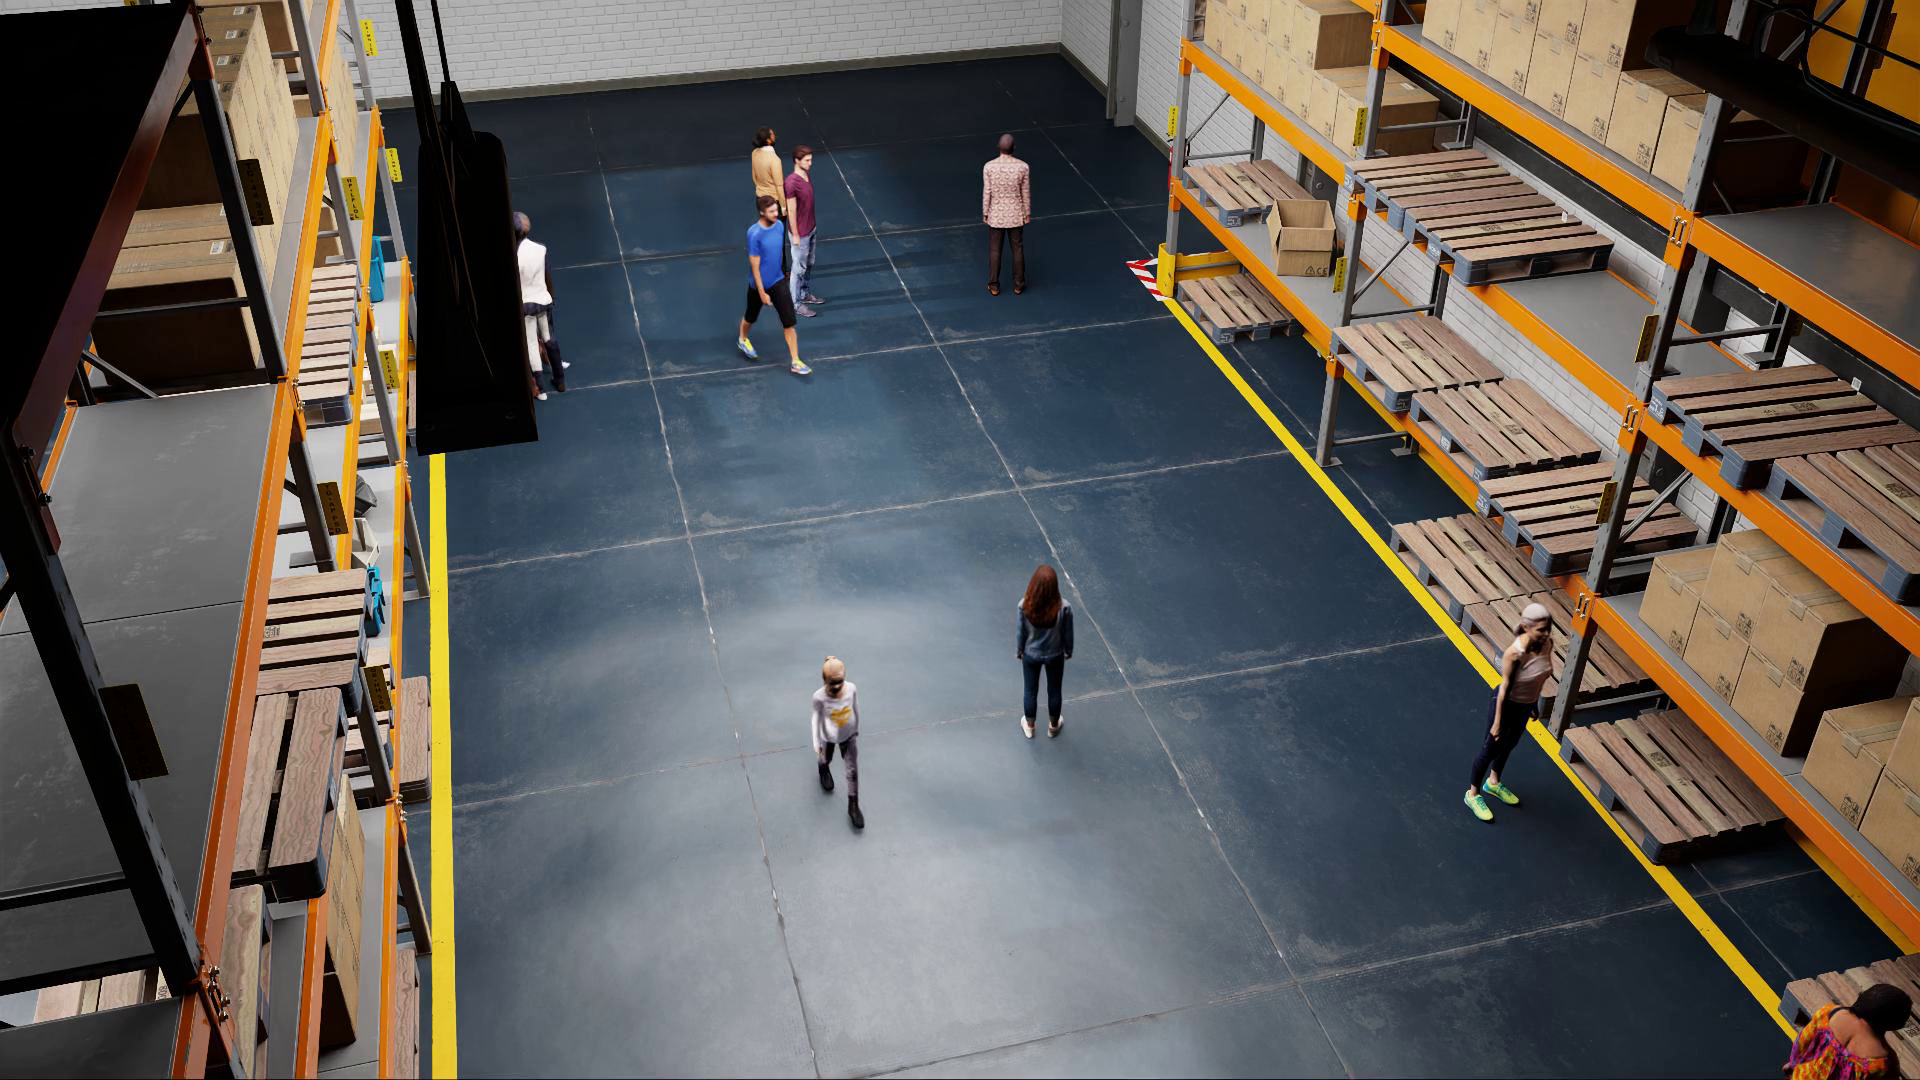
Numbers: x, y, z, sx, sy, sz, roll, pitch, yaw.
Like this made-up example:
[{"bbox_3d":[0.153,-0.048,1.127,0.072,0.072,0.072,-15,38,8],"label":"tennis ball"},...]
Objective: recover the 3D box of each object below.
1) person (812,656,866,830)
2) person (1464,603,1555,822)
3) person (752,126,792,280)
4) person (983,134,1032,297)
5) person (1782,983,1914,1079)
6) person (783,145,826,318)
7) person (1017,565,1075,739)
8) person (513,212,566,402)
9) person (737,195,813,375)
[{"bbox_3d":[-0.872,1.290,11.369,0.537,1.256,0.913,-11,35,-17],"label":"person"},{"bbox_3d":[3.727,1.124,11.218,0.671,1.701,0.646,-21,39,-29],"label":"person"},{"bbox_3d":[-2.103,-3.755,18.511,0.815,1.754,0.702,-26,42,-34],"label":"person"},{"bbox_3d":[0.508,-3.544,18.144,0.733,1.808,0.676,0,34,-1],"label":"person"},{"bbox_3d":[4.499,2.866,8.629,0.956,1.666,0.607,-17,37,-24],"label":"person"},{"bbox_3d":[-1.695,-3.338,17.799,0.802,1.847,0.674,8,34,12],"label":"person"},{"bbox_3d":[0.598,0.800,11.907,0.617,1.477,0.599,2,34,2],"label":"person"},{"bbox_3d":[-4.157,-2.268,16.150,0.786,1.890,0.782,27,42,34],"label":"person"},{"bbox_3d":[-2.007,-2.580,16.682,1.026,1.820,1.341,-28,43,-35],"label":"person"}]
